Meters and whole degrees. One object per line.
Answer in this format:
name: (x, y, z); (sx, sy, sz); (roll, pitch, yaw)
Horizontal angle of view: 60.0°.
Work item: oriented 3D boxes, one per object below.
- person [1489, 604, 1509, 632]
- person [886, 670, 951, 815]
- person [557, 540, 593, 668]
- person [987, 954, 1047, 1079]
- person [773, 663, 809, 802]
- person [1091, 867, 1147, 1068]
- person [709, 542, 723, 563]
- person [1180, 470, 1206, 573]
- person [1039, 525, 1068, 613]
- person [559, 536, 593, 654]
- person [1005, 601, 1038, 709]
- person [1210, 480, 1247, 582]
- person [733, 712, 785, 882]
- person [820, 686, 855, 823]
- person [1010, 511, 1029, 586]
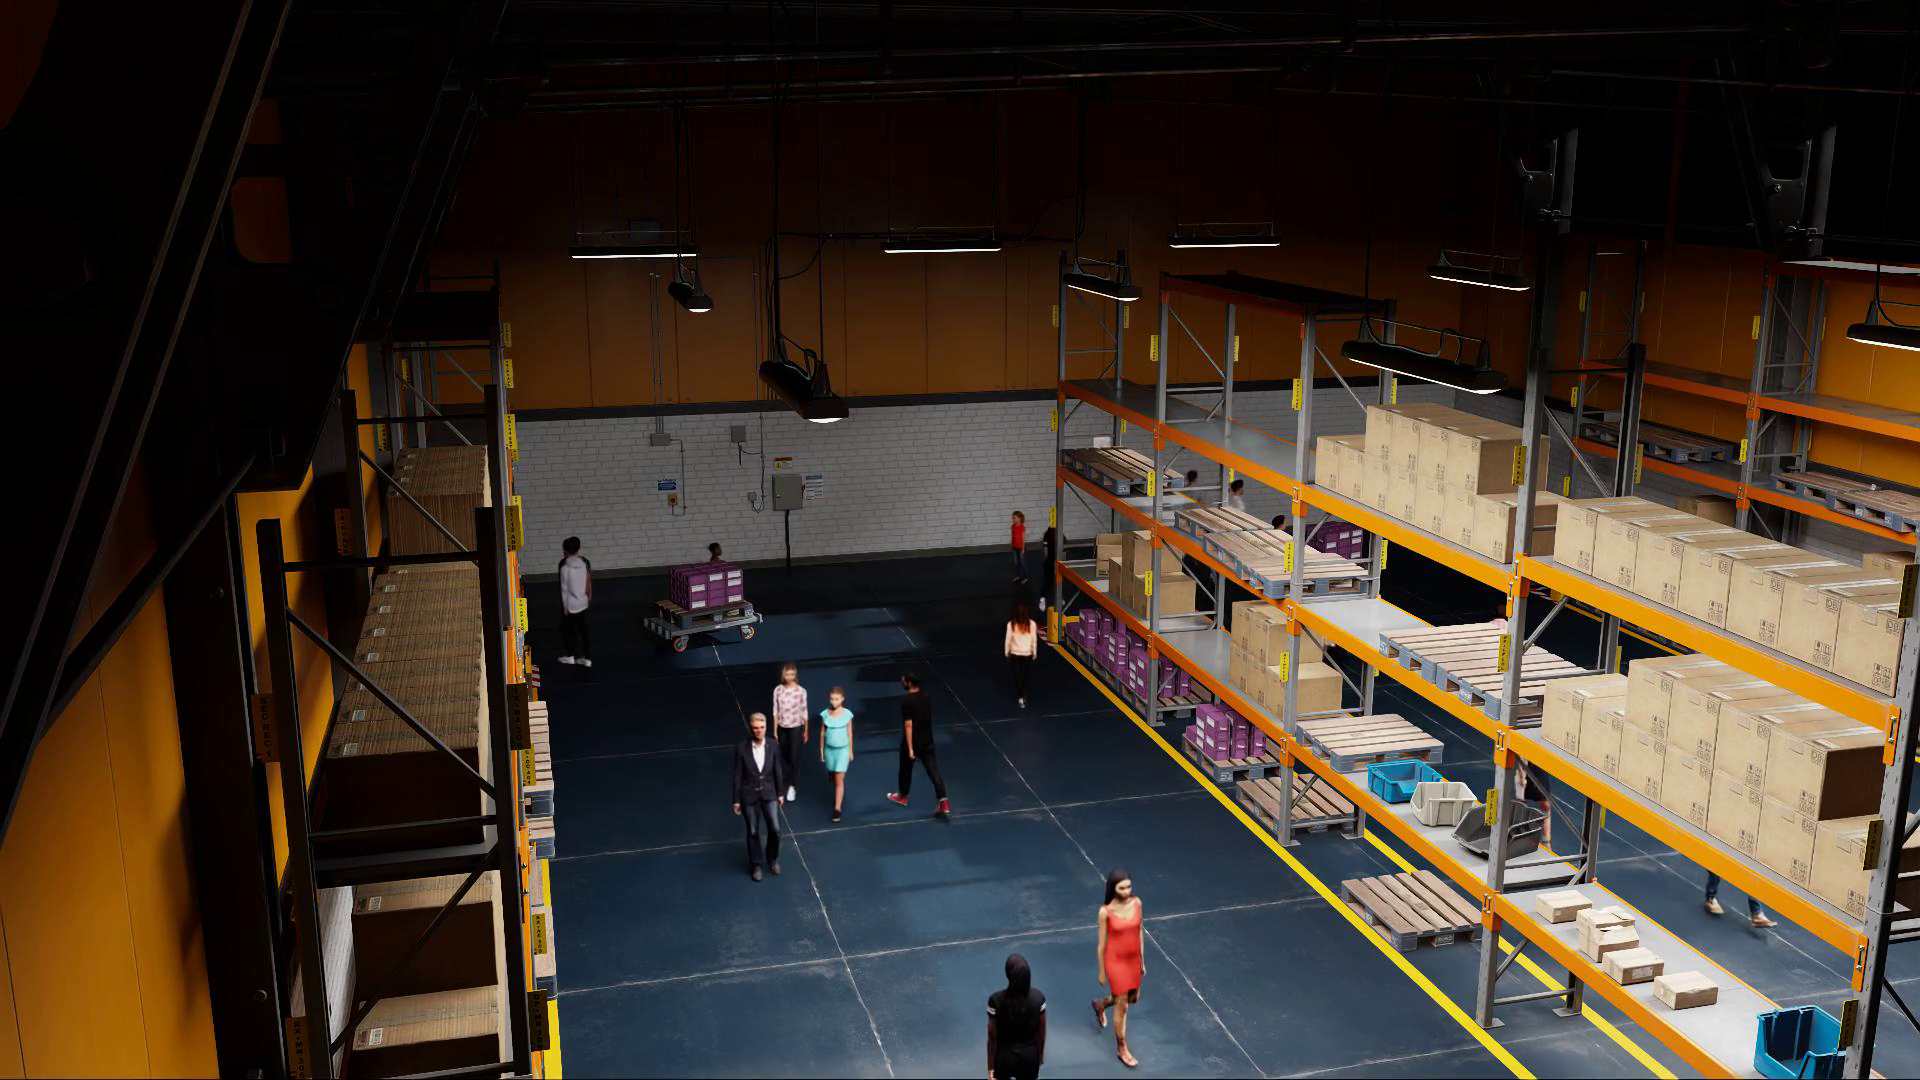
person: (7.536, 1.535, 23.302); (0.564, 1.306, 0.604); (5, 15, 20)
person: (-0.414, 2.356, 19.061); (1.018, 1.707, 1.280); (-11, 18, -39)
person: (-5.588, 0.950, 24.442); (0.973, 1.908, 0.914); (8, 16, 31)
person: (0.439, 3.955, 12.445); (0.691, 1.713, 0.805); (-1, 14, -3)
person: (-2.010, 2.230, 19.788); (0.811, 1.609, 1.065); (1, 14, 6)
person: (1.329, 3.561, 14.100); (0.769, 1.700, 1.017); (-8, 16, -31)
person: (-4.041, 0.665, 27.077); (0.618, 1.220, 0.855); (-3, 14, -11)
person: (4.103, -0.303, 29.823); (1.072, 1.809, 1.266); (-12, 18, -40)
person: (1.517, 0.403, 27.321); (1.045, 1.616, 1.094); (8, 16, 31)
person: (-5.819, 0.828, 25.195); (0.627, 1.790, 0.530); (-4, 14, -17)
person: (0.842, 1.587, 22.789); (0.685, 1.446, 0.962); (-1, 14, -5)
person: (4.716, -0.117, 29.026); (0.935, 1.823, 1.200); (-7, 15, -27)
person: (-2.142, 2.659, 17.595); (0.712, 1.808, 0.633); (-3, 14, -12)
person: (-1.406, 2.411, 19.192); (0.809, 1.539, 1.076); (2, 14, 8)
person: (1.049, 0.126, 29.132); (0.612, 1.302, 0.529); (-13, 19, -43)
